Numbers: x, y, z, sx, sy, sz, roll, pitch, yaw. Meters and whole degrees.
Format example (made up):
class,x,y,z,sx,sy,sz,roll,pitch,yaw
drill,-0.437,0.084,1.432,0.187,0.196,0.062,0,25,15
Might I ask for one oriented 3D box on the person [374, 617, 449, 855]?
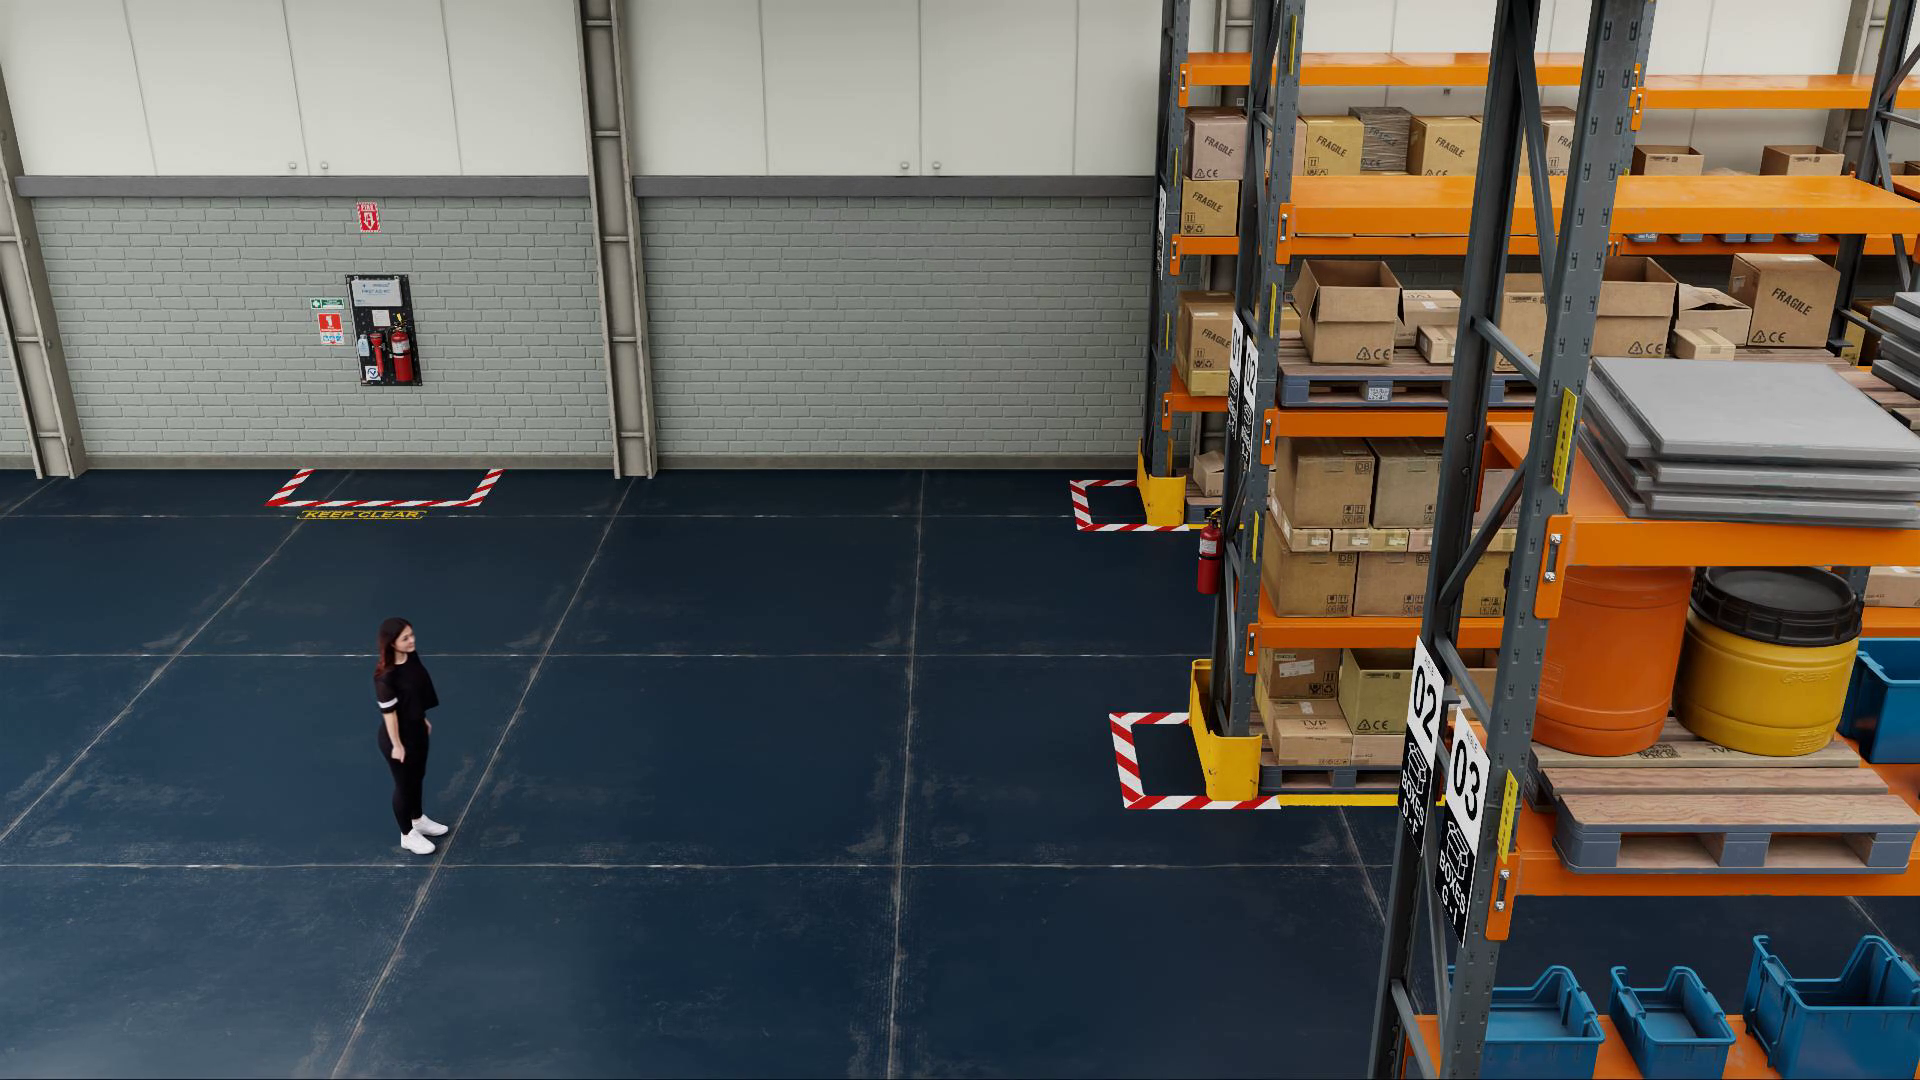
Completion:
class,x,y,z,sx,sy,sz,roll,pitch,yaw
person,-3.572,1.237,10.742,0.625,1.638,0.638,3,23,8
